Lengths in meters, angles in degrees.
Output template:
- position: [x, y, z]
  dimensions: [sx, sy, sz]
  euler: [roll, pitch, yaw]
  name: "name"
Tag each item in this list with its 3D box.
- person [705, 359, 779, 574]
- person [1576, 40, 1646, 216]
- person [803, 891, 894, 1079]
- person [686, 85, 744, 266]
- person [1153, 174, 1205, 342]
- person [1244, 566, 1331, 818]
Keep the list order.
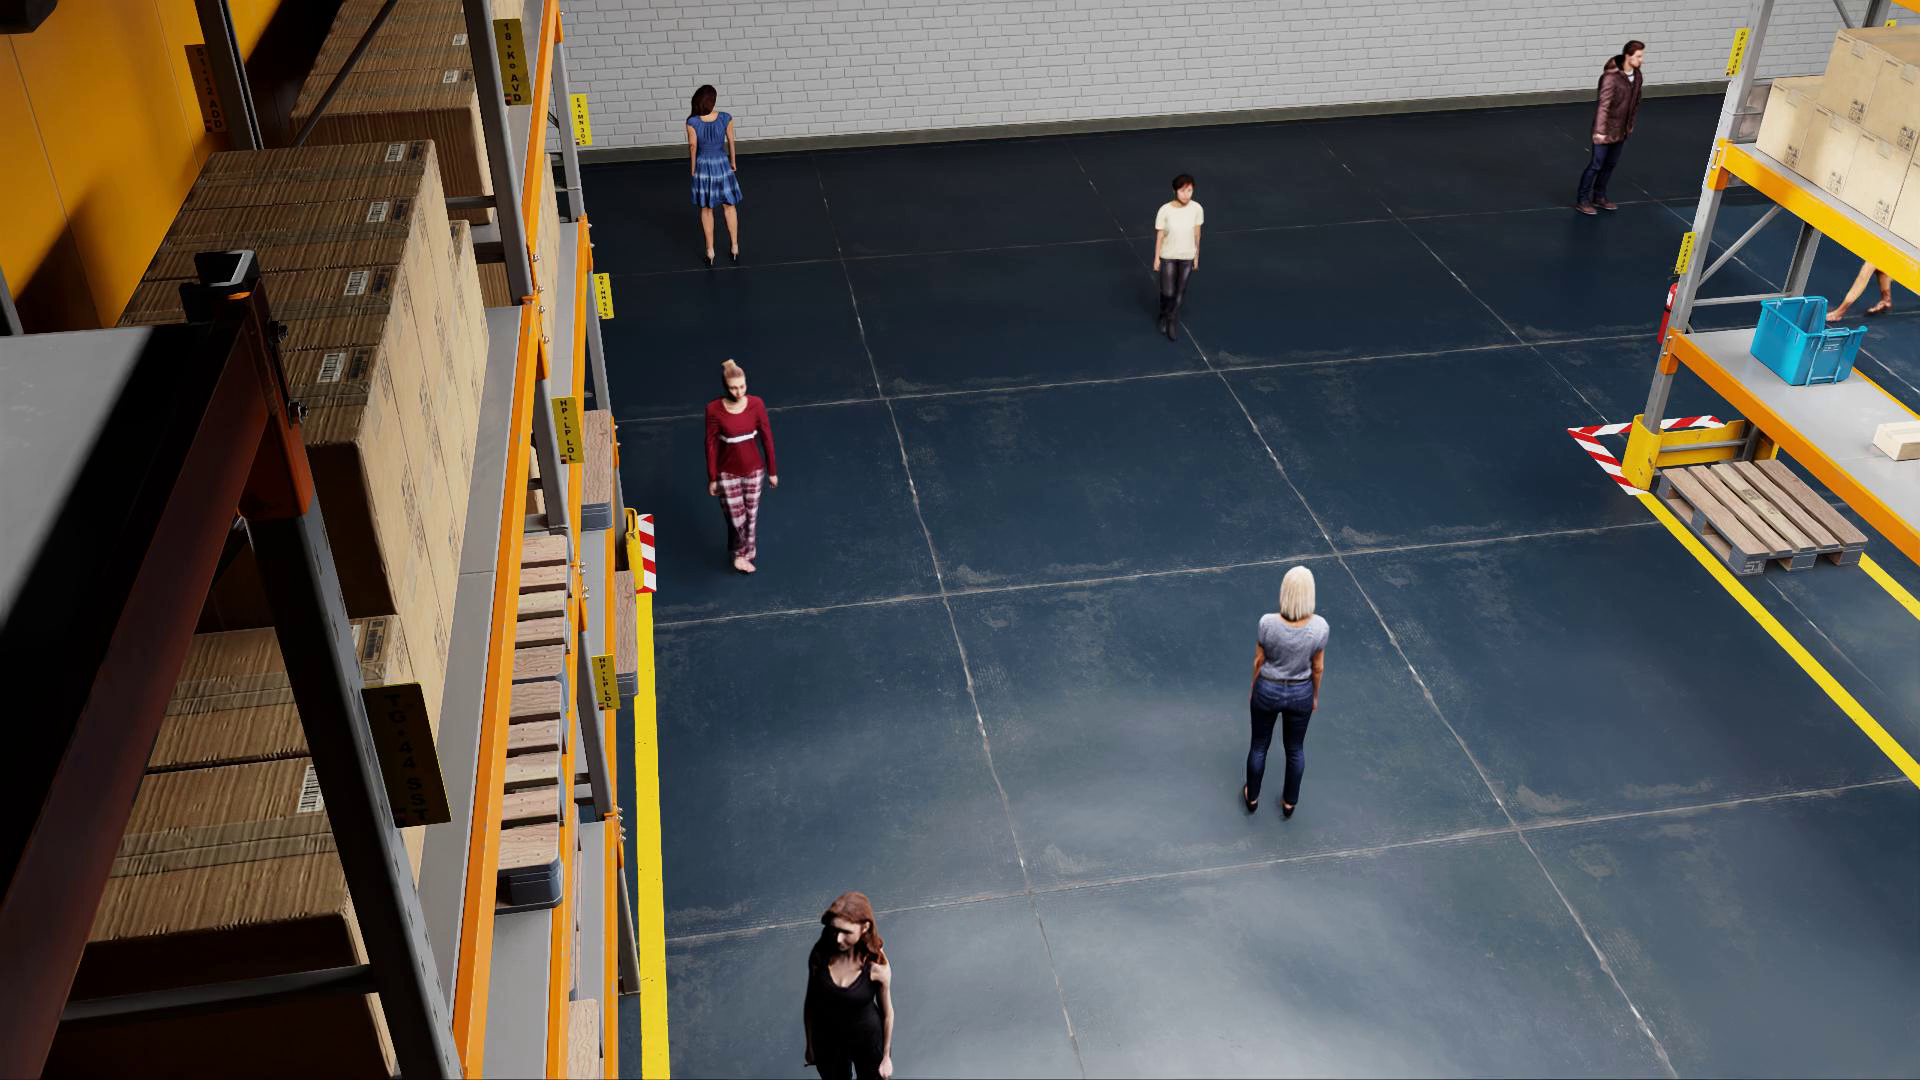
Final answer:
- position: [-1.608, -0.533, 11.926]
  dimensions: [0.721, 1.694, 0.689]
  euler: [-16, 37, -22]
  name: "person"
- position: [6.870, -4.367, 17.559]
  dimensions: [0.841, 1.843, 0.807]
  euler: [-20, 38, -27]
  name: "person"
- position: [-0.492, 2.272, 7.656]
  dimensions: [0.647, 1.748, 0.646]
  euler: [7, 34, 10]
  name: "person"
- position: [-2.443, -3.618, 16.466]
  dimensions: [0.708, 1.806, 0.630]
  euler: [-12, 36, -18]
  name: "person"
- position: [1.948, -2.587, 15.121]
  dimensions: [0.606, 1.578, 0.574]
  euler: [-7, 34, -10]
  name: "person"
- position: [1.897, 0.899, 9.745]
  dimensions: [0.607, 1.722, 0.592]
  euler: [3, 34, 4]
  name: "person"
